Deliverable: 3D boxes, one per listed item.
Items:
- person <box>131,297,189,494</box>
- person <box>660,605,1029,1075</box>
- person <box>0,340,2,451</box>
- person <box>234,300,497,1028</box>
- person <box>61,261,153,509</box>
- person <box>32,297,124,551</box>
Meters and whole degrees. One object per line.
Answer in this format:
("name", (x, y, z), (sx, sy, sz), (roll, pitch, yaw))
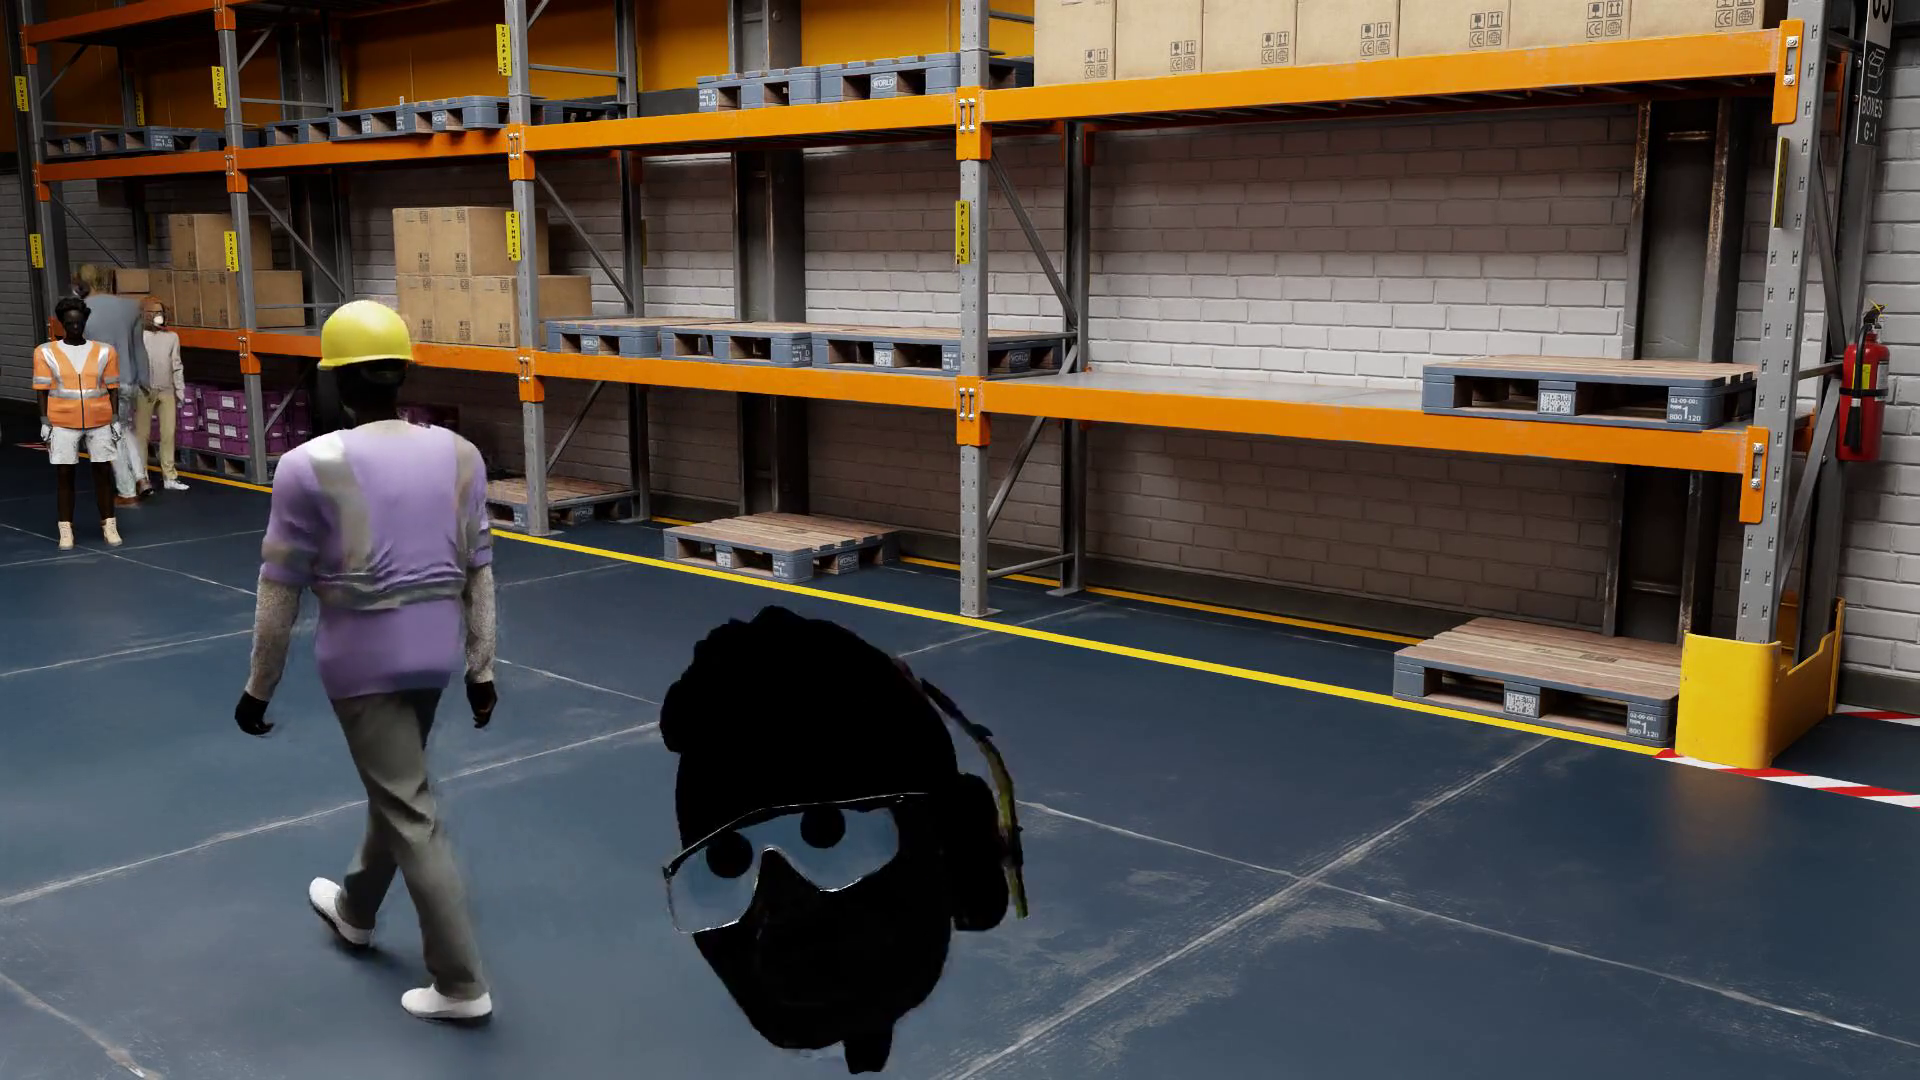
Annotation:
("person", (-6.665, -1.195, 13.779), (0.283, 1.629, 0.503), (7, 12, 33))
("person", (-0.035, 0.955, 0.978), (0.537, 1.821, 0.585), (-2, 10, -12))
("person", (-9.776, -1.756, 16.398), (0.403, 1.823, 0.586), (10, 14, 44))
("person", (-1.584, 0.315, 4.442), (0.966, 1.876, 0.613), (7, 12, 34))
("person", (-6.595, -1.182, 12.856), (0.449, 1.919, 0.656), (5, 11, 27))
("person", (-5.929, -0.783, 11.216), (0.534, 1.698, 0.318), (-7, 12, -34))
